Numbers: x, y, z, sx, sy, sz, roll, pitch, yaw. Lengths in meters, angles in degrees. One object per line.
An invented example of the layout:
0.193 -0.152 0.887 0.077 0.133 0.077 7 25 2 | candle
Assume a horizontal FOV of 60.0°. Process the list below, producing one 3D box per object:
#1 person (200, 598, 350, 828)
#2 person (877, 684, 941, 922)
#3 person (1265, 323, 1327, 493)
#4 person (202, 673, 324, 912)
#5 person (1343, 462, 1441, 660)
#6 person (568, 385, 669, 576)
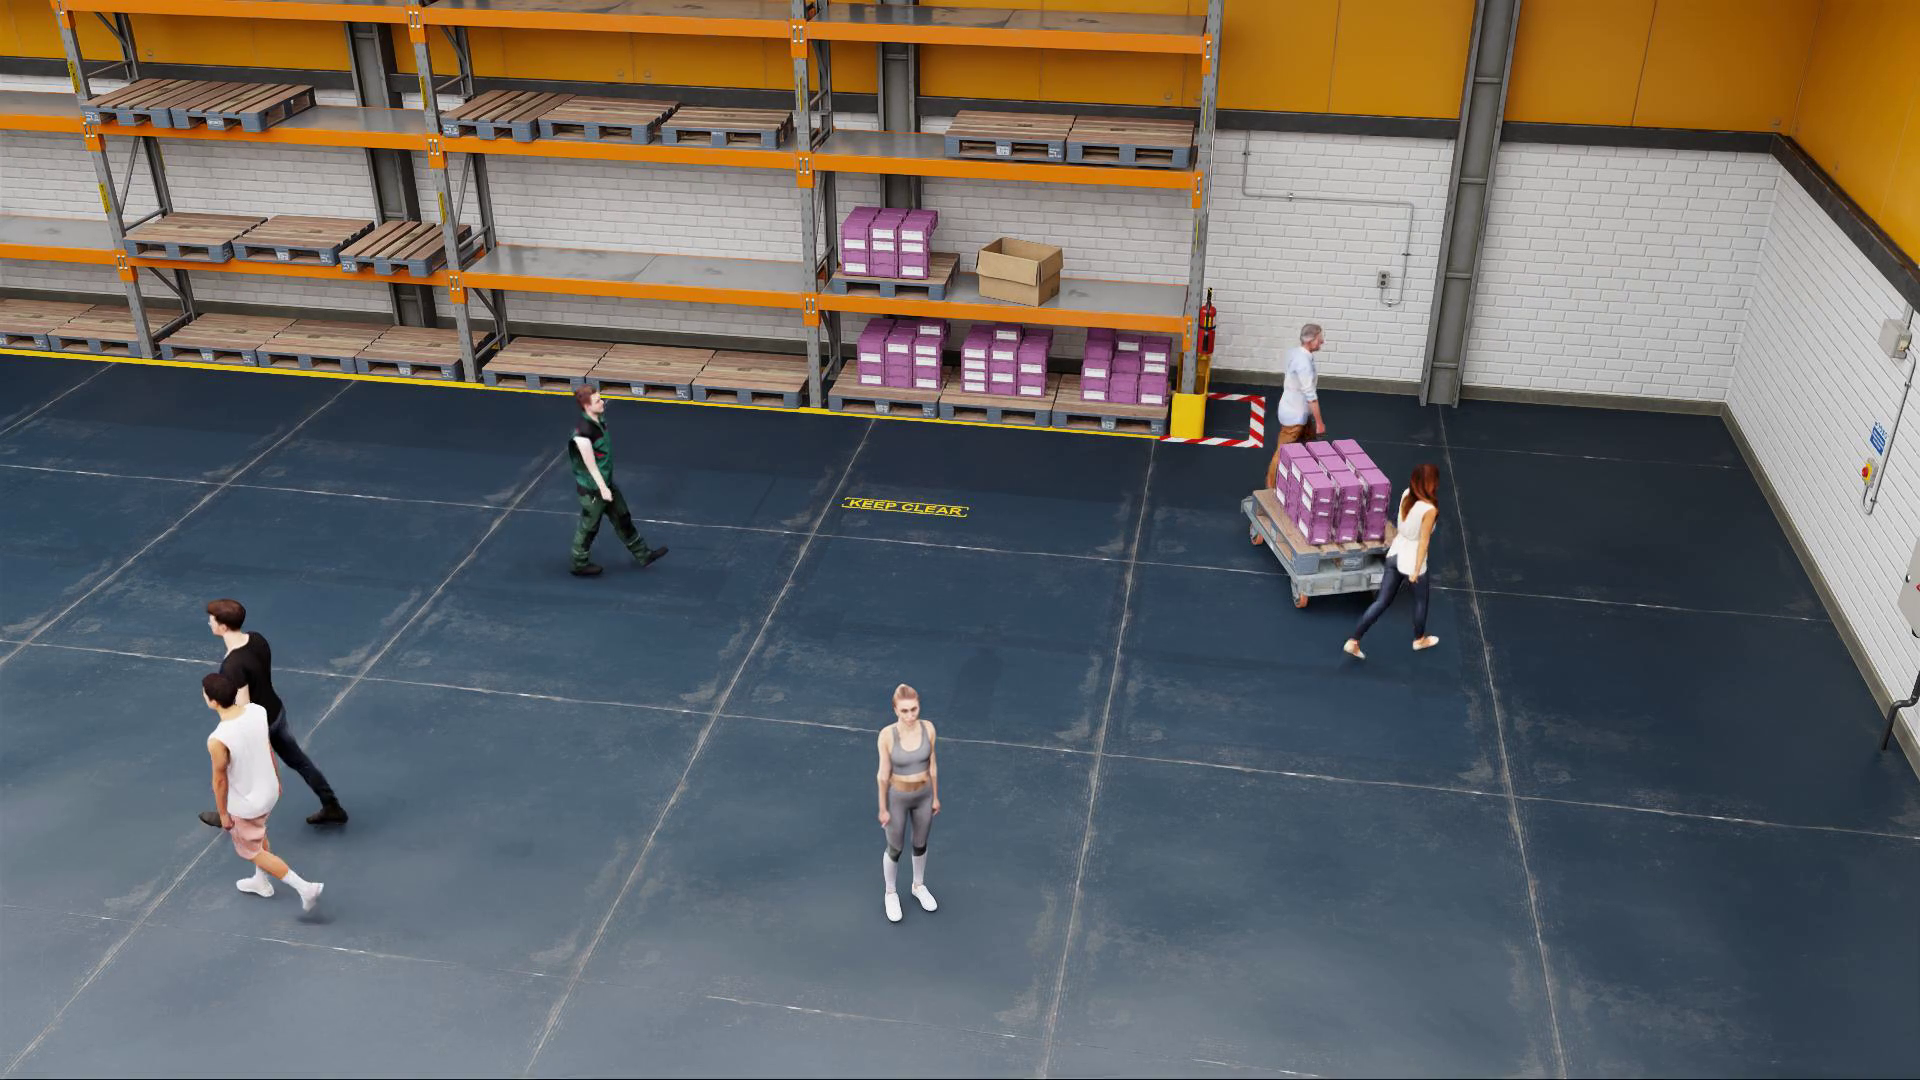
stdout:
-4.650 1.235 11.282 1.260 1.847 0.738 2 29 4 | person
-0.333 1.662 10.649 0.633 1.703 0.722 -12 31 -21 | person
3.111 -1.203 15.799 0.929 1.803 0.733 0 29 1 | person
-4.468 1.652 10.606 1.055 1.763 0.745 9 30 16 | person
3.483 0.206 13.275 1.184 1.745 1.021 -13 31 -23 | person
-3.243 -0.472 14.460 1.123 1.800 0.738 1 29 2 | person
